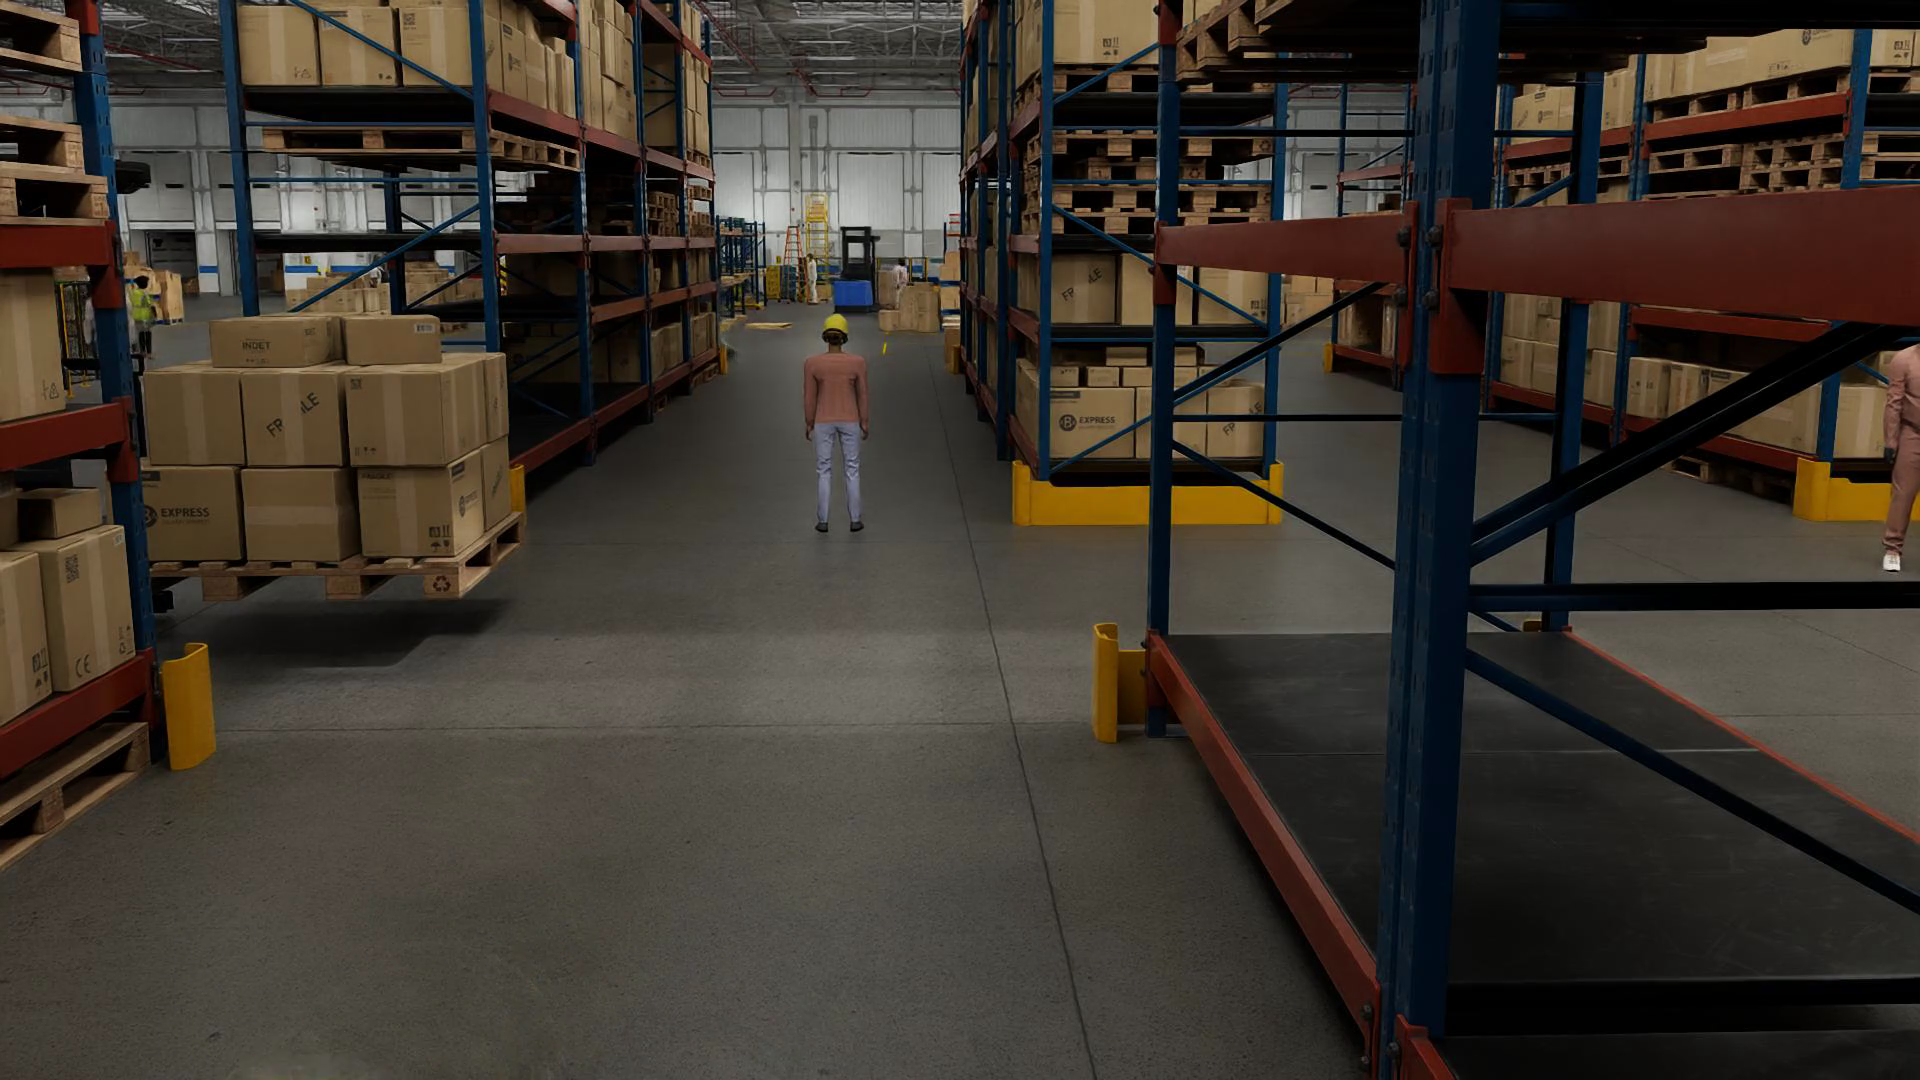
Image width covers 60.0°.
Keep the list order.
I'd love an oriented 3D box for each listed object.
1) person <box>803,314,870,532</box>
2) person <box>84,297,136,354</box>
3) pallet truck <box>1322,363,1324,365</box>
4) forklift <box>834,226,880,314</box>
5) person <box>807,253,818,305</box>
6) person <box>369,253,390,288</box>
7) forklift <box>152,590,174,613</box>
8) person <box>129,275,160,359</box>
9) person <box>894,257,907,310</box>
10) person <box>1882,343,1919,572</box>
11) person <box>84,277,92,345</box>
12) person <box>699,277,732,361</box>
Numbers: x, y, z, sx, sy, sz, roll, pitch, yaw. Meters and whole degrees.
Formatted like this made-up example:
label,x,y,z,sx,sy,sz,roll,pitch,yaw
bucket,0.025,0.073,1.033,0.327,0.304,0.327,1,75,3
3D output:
label,x,y,z,sx,sy,sz,roll,pitch,yaw
person,-0.998,-0.939,13.458,0.533,1.768,0.310,-1,10,-6
person,-12.446,-2.937,24.353,0.654,1.863,0.996,-1,10,-5
pallet truck,7.712,-4.157,30.737,1.885,1.965,0.823,3,11,16
forklift,-3.344,-8.705,53.617,1.129,2.768,1.873,2,10,11
person,-5.457,-9.628,61.398,0.351,1.937,0.632,-3,11,-19
person,-15.986,-6.903,45.914,0.538,2.000,0.683,-1,10,-6
forklift,-5.858,-0.811,9.639,1.873,2.768,1.129,-1,10,-3
person,-16.318,-4.462,33.325,0.564,1.679,0.485,3,11,18
person,-1.932,-8.544,55.688,0.604,1.824,0.647,7,12,35
person,6.867,-0.693,11.736,0.642,1.898,0.397,4,11,22
person,-19.219,-5.266,37.152,1.008,1.912,0.606,0,10,-2
person,-4.730,-4.270,31.619,0.576,1.906,0.670,7,12,34
